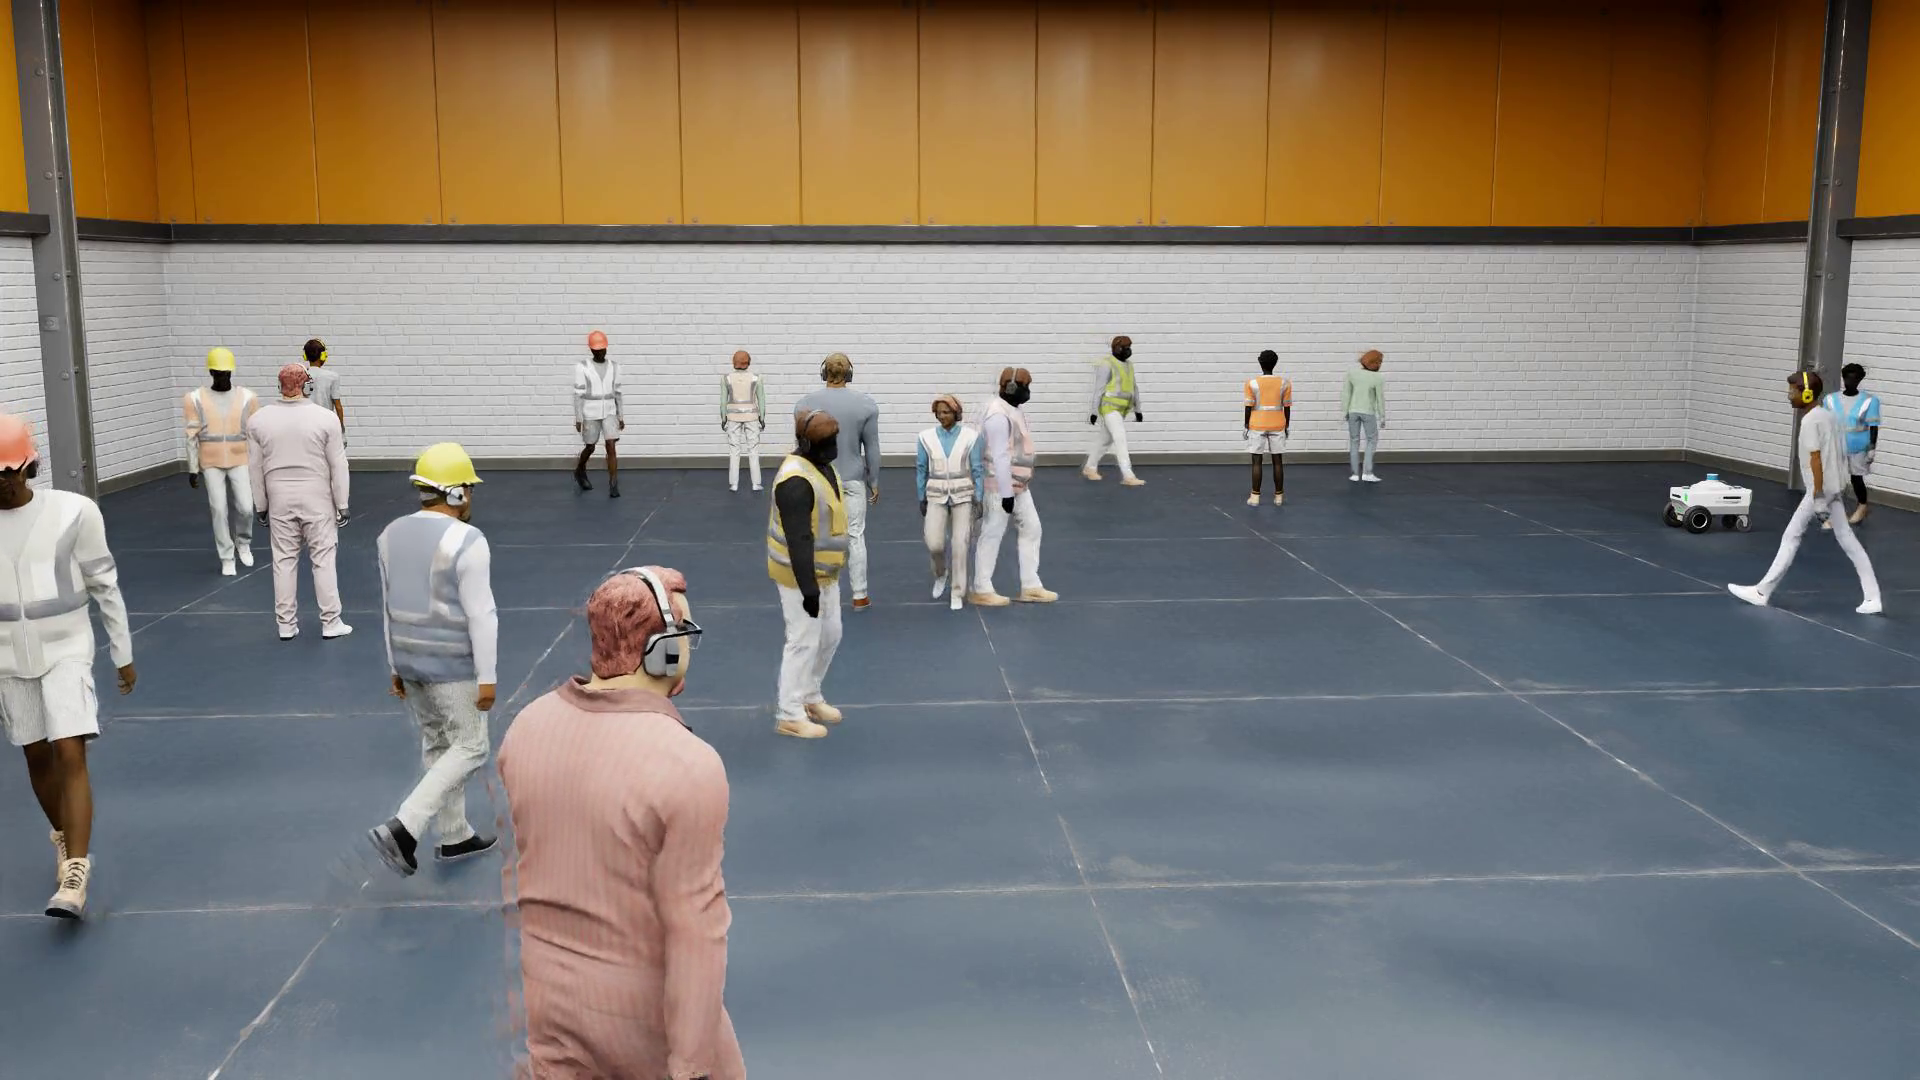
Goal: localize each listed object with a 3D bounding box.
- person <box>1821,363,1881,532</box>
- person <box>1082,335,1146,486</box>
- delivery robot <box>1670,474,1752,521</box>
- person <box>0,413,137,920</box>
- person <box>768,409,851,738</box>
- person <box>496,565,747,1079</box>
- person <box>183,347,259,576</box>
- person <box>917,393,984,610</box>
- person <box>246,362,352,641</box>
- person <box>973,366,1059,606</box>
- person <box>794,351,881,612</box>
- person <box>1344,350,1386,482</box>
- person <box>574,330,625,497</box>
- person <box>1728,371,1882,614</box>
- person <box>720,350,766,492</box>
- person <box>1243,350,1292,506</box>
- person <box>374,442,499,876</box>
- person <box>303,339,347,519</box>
[{"bbox_3d":[8.777,-0.928,16.413,0.553,1.655,0.829,7,12,39],"label":"person"},{"bbox_3d":[1.837,-1.572,20.033,0.974,1.793,0.645,6,11,35],"label":"person"},{"bbox_3d":[7.341,-0.404,16.253,0.707,0.478,0.477,-1,9,-4],"label":"delivery robot"},{"bbox_3d":[-3.597,0.495,6.470,0.671,1.969,1.023,-3,10,-19],"label":"person"},{"bbox_3d":[-0.805,0.193,8.902,0.445,1.803,0.663,2,9,11],"label":"person"},{"bbox_3d":[-0.667,0.982,3.685,0.663,1.876,0.804,6,11,33],"label":"person"},{"bbox_3d":[-6.121,-0.650,13.855,0.589,1.910,0.442,-5,10,-27],"label":"person"},{"bbox_3d":[-0.068,-0.287,12.464,0.520,1.625,0.398,1,9,6],"label":"person"},{"bbox_3d":[-4.507,-0.260,11.413,0.651,1.906,0.403,-1,9,-4],"label":"person"},{"bbox_3d":[0.449,-0.390,12.521,0.780,1.808,0.664,3,9,16],"label":"person"},{"bbox_3d":[-0.906,-0.425,12.345,0.635,1.937,0.354,-1,9,-4],"label":"person"},{"bbox_3d":[4.890,-1.491,20.120,0.571,1.601,0.382,7,12,39],"label":"person"},{"bbox_3d":[-4.139,-1.451,18.974,0.590,1.894,0.907,-5,10,-29],"label":"person"},{"bbox_3d":[6.376,-0.344,12.338,0.614,1.786,1.044,-8,12,-42],"label":"person"},{"bbox_3d":[-2.505,-1.367,19.205,0.522,1.636,0.309,-1,9,-4],"label":"person"},{"bbox_3d":[3.325,-1.211,18.030,0.540,1.697,0.317,-1,9,-4],"label":"person"},{"bbox_3d":[-2.194,0.510,6.865,0.606,1.812,0.627,5,11,31],"label":"person"},{"bbox_3d":[-6.425,-1.076,16.684,0.532,1.858,0.311,-1,9,-4],"label":"person"}]
